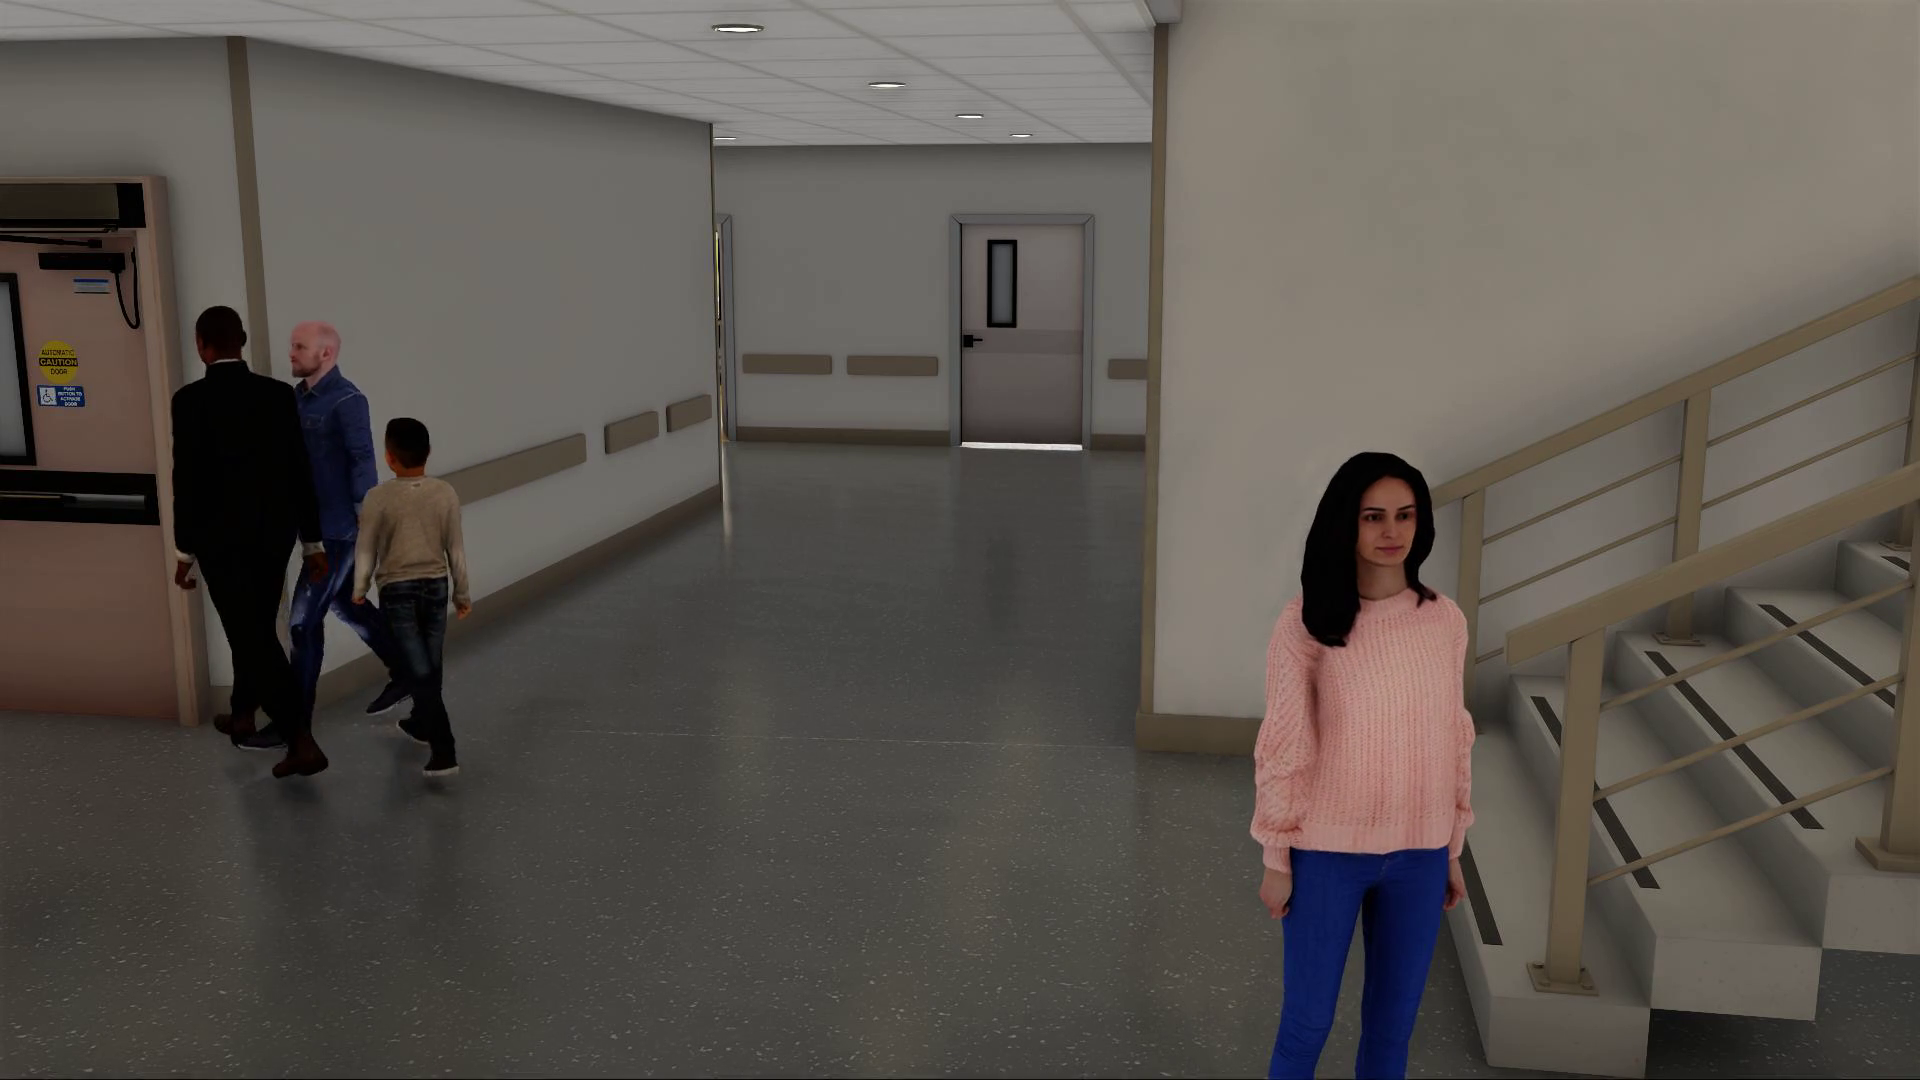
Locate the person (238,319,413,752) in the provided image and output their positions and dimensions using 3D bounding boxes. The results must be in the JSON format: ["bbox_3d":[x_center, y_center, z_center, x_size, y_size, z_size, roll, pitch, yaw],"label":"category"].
[{"bbox_3d":[-2.667,-0.031,7.218,1.199,1.788,1.206,-10,15,-43],"label":"person"}]

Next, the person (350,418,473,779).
[{"bbox_3d":[-2.153,0.268,6.621,0.925,1.424,1.068,-10,14,-41],"label":"person"}]

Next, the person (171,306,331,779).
[{"bbox_3d":[-2.784,0.055,6.589,1.367,1.853,1.105,9,14,38],"label":"person"}]

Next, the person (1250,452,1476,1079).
[{"bbox_3d":[0.847,0.680,3.522,0.612,1.768,0.778,-2,11,-10],"label":"person"}]
